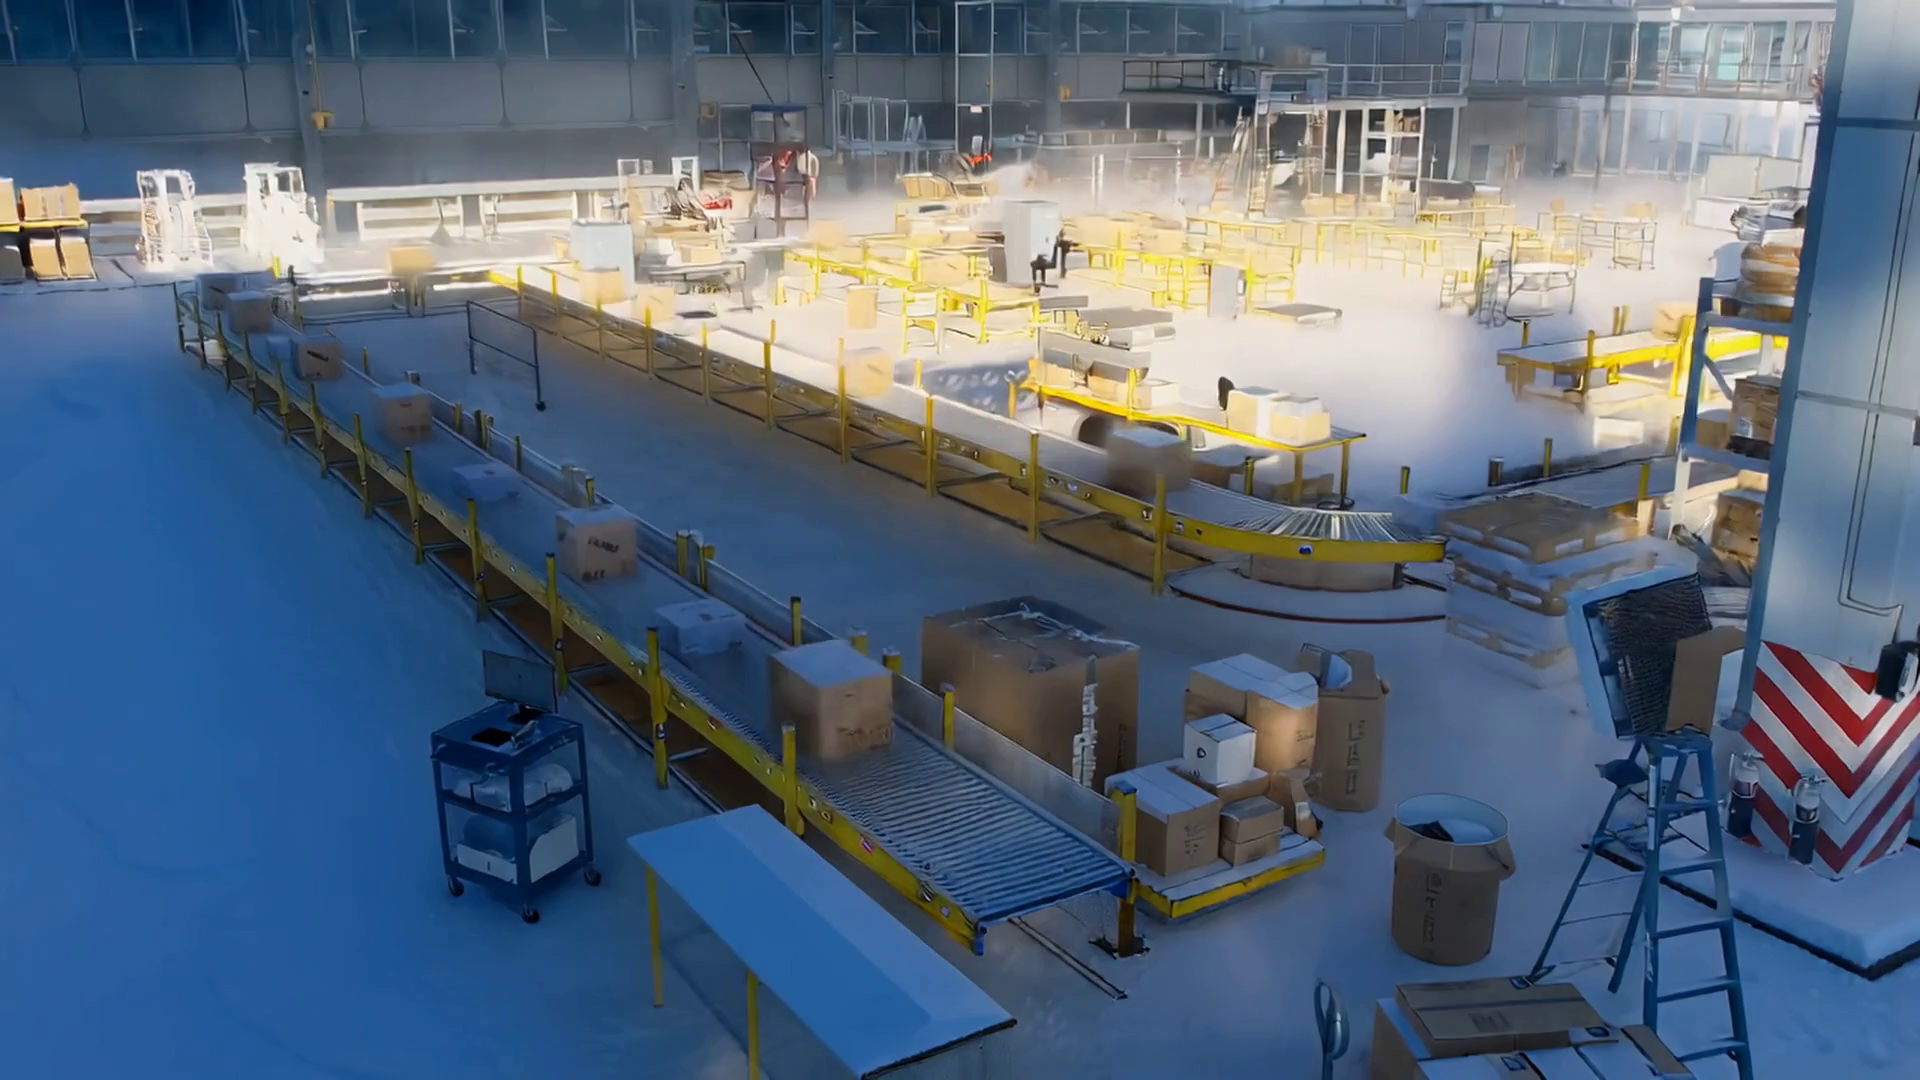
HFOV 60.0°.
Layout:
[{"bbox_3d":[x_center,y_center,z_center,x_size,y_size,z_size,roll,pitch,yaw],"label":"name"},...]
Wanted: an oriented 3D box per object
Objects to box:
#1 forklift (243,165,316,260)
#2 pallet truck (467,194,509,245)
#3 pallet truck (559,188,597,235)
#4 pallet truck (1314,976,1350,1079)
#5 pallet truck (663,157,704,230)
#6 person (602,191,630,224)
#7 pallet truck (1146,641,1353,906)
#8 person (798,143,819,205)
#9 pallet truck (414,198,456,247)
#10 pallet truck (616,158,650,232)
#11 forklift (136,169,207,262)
[{"bbox_3d":[-15.898,-7.669,38.708,1.157,1.987,2.680,-11,20,-33],"label":"forklift"},{"bbox_3d":[-11.983,-8.177,42.137,0.704,1.261,1.522,-11,20,-33],"label":"pallet truck"},{"bbox_3d":[-10.010,-8.652,43.699,0.653,1.274,1.630,-10,20,-31],"label":"pallet truck"},{"bbox_3d":[2.299,2.390,7.086,1.601,1.201,0.680,-2,17,-7],"label":"pallet truck"},{"bbox_3d":[-7.586,-9.308,44.692,0.823,1.965,1.885,-11,20,-33],"label":"pallet truck"},{"bbox_3d":[-6.991,-6.120,34.026,0.605,2.033,0.402,-12,21,-35],"label":"person"},{"bbox_3d":[1.664,1.407,10.232,1.630,1.274,0.653,-10,20,-31],"label":"pallet truck"},{"bbox_3d":[-4.721,-11.392,51.783,0.641,1.908,0.407,-2,17,-6],"label":"person"},{"bbox_3d":[-13.250,-8.060,41.856,0.680,1.201,1.601,-10,20,-31],"label":"pallet truck"},{"bbox_3d":[-8.918,-9.176,44.255,0.823,1.965,1.885,-9,19,-27],"label":"pallet truck"},{"bbox_3d":[-17.842,-7.318,37.559,1.157,1.987,2.680,-10,20,-31],"label":"forklift"}]
